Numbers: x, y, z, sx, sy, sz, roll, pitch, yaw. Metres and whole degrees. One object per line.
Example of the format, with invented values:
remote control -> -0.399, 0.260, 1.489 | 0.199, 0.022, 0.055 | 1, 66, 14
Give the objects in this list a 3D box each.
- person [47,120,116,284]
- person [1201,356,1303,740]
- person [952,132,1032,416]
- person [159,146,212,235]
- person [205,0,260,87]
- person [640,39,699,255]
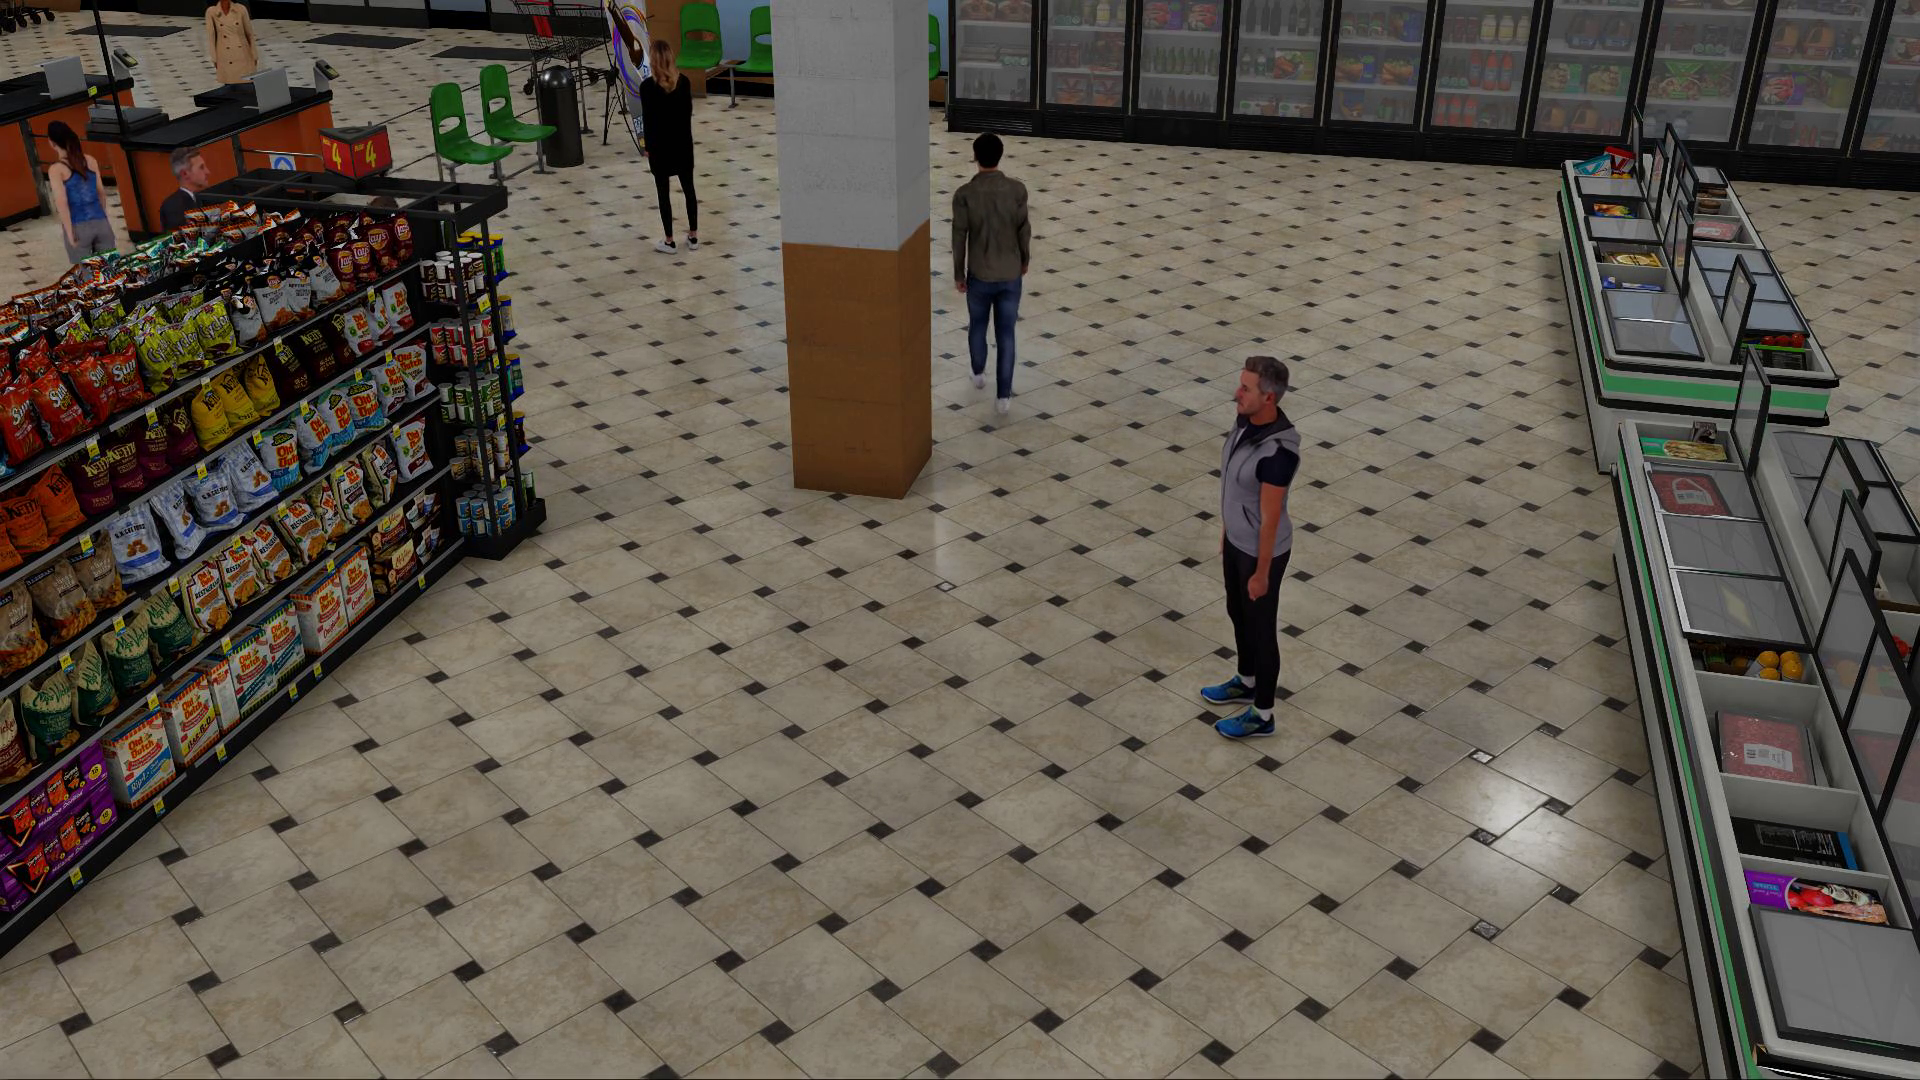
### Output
person -> -6.439, -2.295, 12.359 | 0.784, 1.595, 0.884 | 16, 31, 28
person -> 1.349, 0.030, 7.518 | 0.816, 1.825, 0.676 | -6, 27, -11
person -> 0.242, -1.705, 10.932 | 0.972, 1.832, 1.251 | -3, 27, -6
person -> -5.021, -1.628, 10.818 | 0.974, 1.799, 1.205 | 0, 27, 0
person -> -7.858, -5.221, 18.033 | 0.712, 1.681, 0.734 | -10, 28, -18
person -> -2.476, -3.357, 14.224 | 0.670, 1.801, 0.738 | -16, 31, -28
